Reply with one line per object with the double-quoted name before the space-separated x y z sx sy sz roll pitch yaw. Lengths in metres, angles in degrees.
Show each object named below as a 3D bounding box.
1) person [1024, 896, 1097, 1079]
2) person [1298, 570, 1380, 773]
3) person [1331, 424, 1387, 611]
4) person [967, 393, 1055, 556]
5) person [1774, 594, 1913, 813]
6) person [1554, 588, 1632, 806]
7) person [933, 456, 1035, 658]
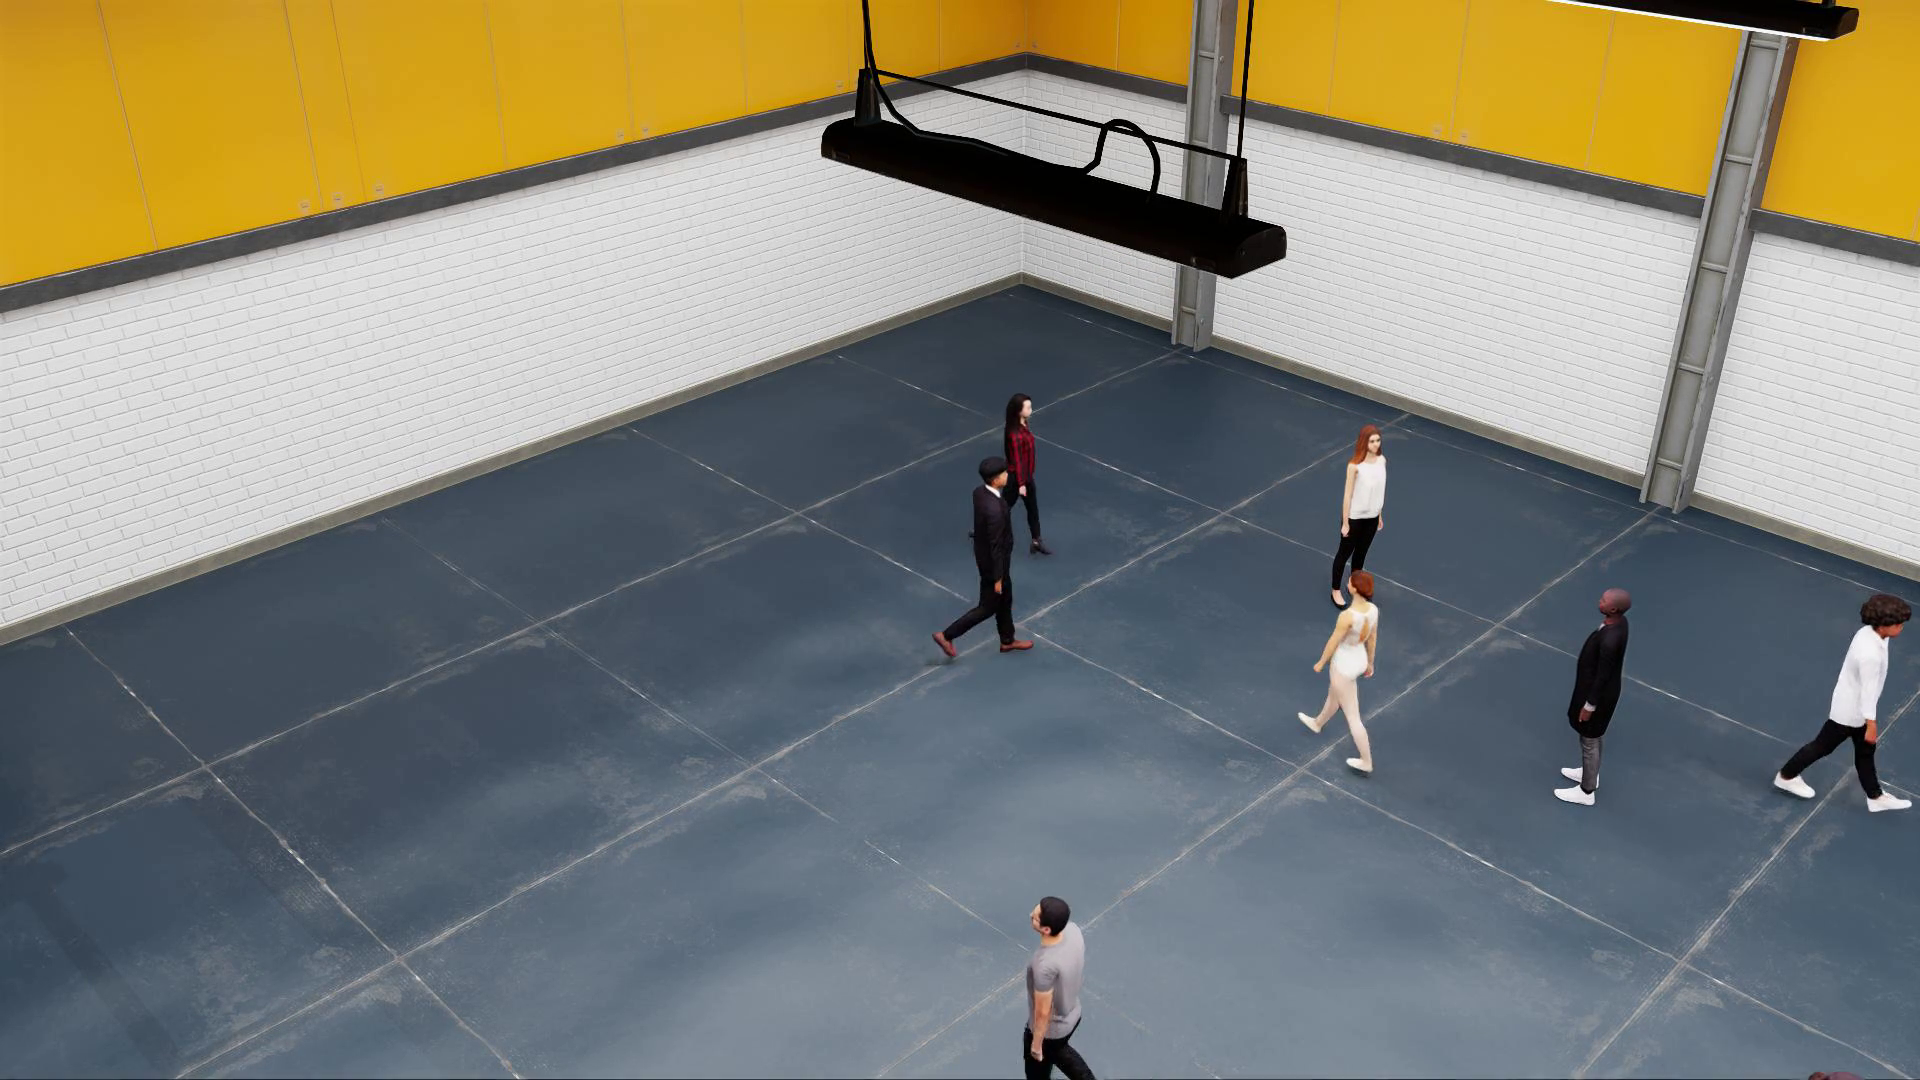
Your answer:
"person" 0.586 2.691 9.278 0.952 1.744 0.783 14 31 23
"person" 2.982 1.018 12.498 0.578 1.597 1.040 -23 36 -36
"person" 3.513 -0.217 14.632 0.639 1.722 0.606 -13 31 -23
"person" 0.441 -0.572 15.389 1.137 1.621 0.983 5 29 9
"person" 6.376 1.185 12.030 1.201 1.754 0.853 16 32 27
"person" 4.666 1.128 12.126 0.650 1.761 0.706 15 32 26
"person" 0.181 0.180 13.761 1.155 1.859 1.195 -6 29 -11
